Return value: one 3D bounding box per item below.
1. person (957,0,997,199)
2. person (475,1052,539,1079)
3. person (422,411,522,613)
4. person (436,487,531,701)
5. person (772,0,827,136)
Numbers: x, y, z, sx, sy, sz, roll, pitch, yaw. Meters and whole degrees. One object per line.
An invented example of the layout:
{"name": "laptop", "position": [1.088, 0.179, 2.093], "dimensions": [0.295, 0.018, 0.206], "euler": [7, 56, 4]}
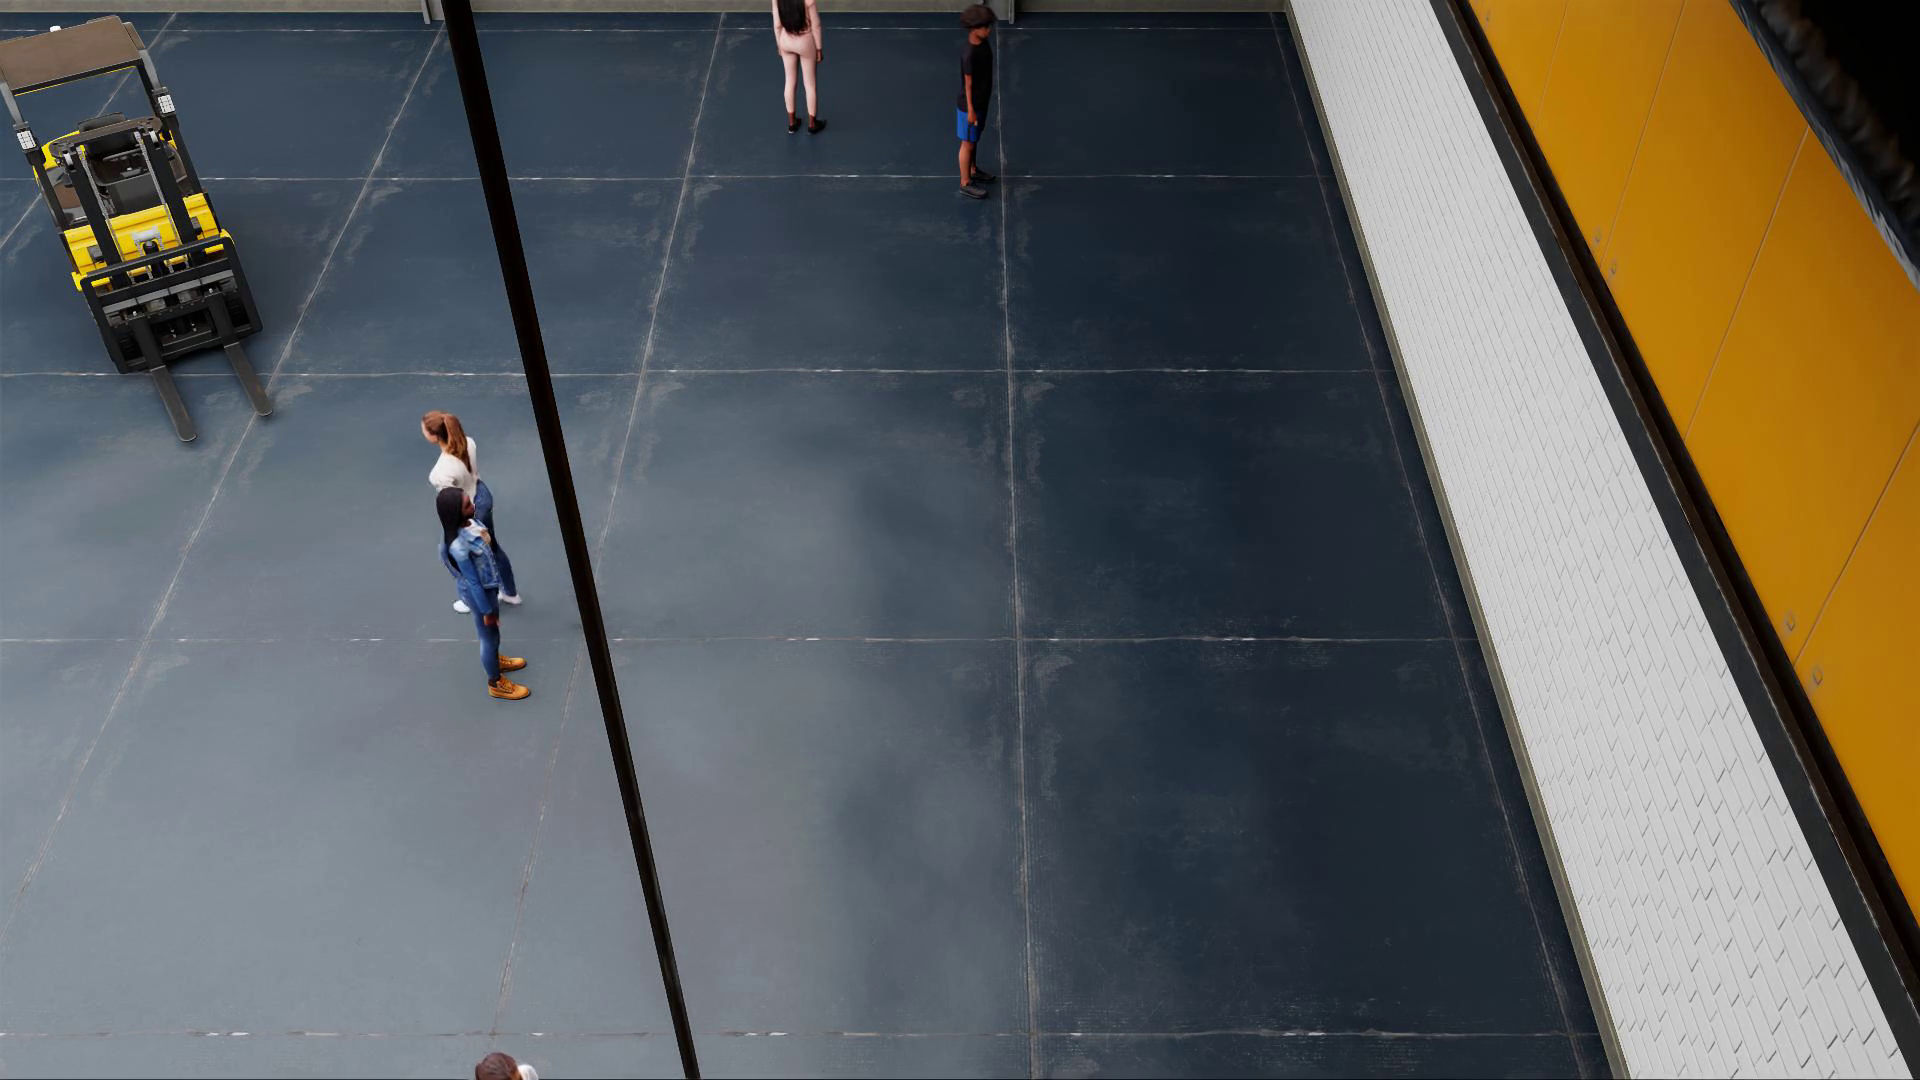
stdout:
{"name": "person", "position": [0.118, -3.983, 15.033], "dimensions": [0.670, 1.794, 0.675], "euler": [13, 45, 14]}
{"name": "person", "position": [-2.139, 2.867, 8.028], "dimensions": [0.993, 1.537, 0.736], "euler": [16, 46, 16]}
{"name": "person", "position": [-3.188, -0.169, 11.090], "dimensions": [0.737, 1.709, 0.711], "euler": [12, 45, 12]}
{"name": "person", "position": [-3.055, 0.320, 10.575], "dimensions": [0.593, 1.713, 0.655], "euler": [-10, 44, -10]}
{"name": "person", "position": [-1.536, -4.682, 15.819], "dimensions": [0.577, 1.721, 0.738], "euler": [12, 45, 12]}
